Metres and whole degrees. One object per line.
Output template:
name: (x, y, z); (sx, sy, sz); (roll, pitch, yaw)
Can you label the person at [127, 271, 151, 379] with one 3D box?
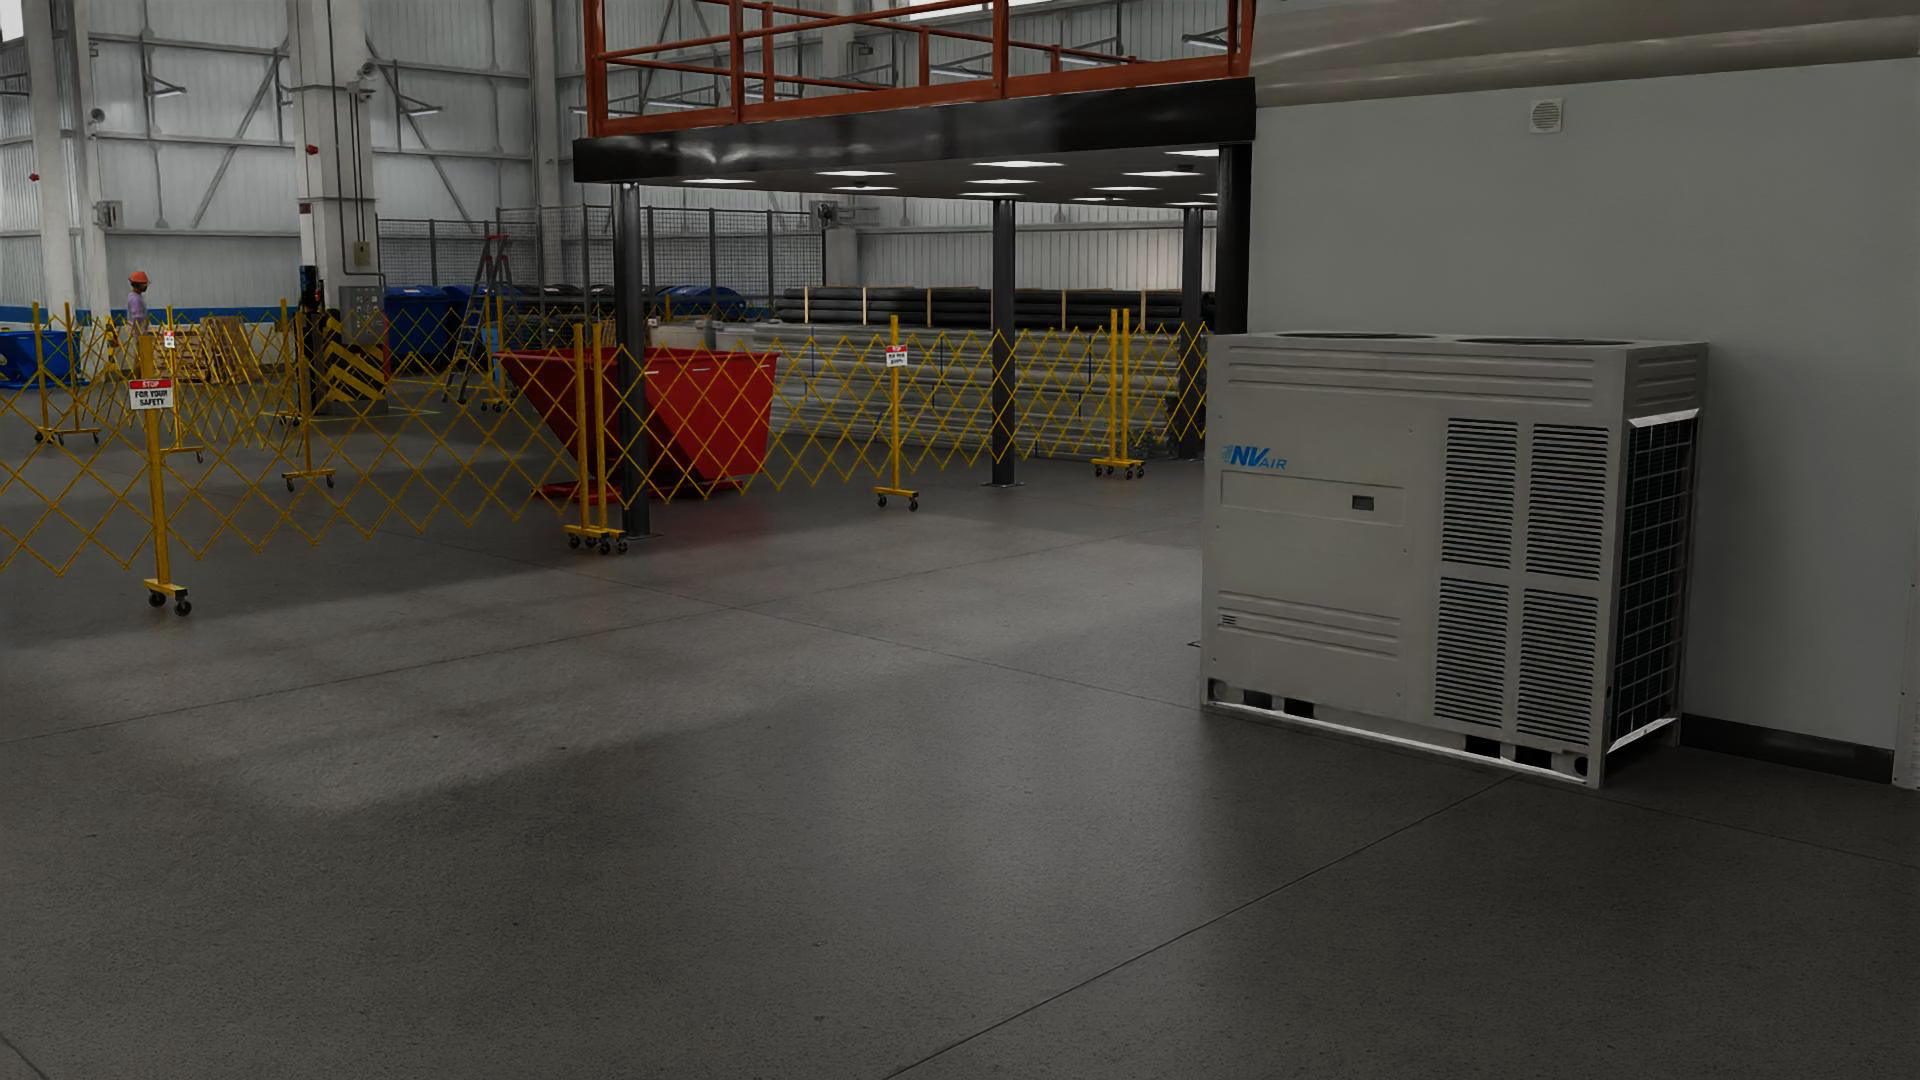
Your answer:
person: (-13.568, -3.426, 27.567); (0.417, 2.036, 0.601); (-4, 10, -23)
